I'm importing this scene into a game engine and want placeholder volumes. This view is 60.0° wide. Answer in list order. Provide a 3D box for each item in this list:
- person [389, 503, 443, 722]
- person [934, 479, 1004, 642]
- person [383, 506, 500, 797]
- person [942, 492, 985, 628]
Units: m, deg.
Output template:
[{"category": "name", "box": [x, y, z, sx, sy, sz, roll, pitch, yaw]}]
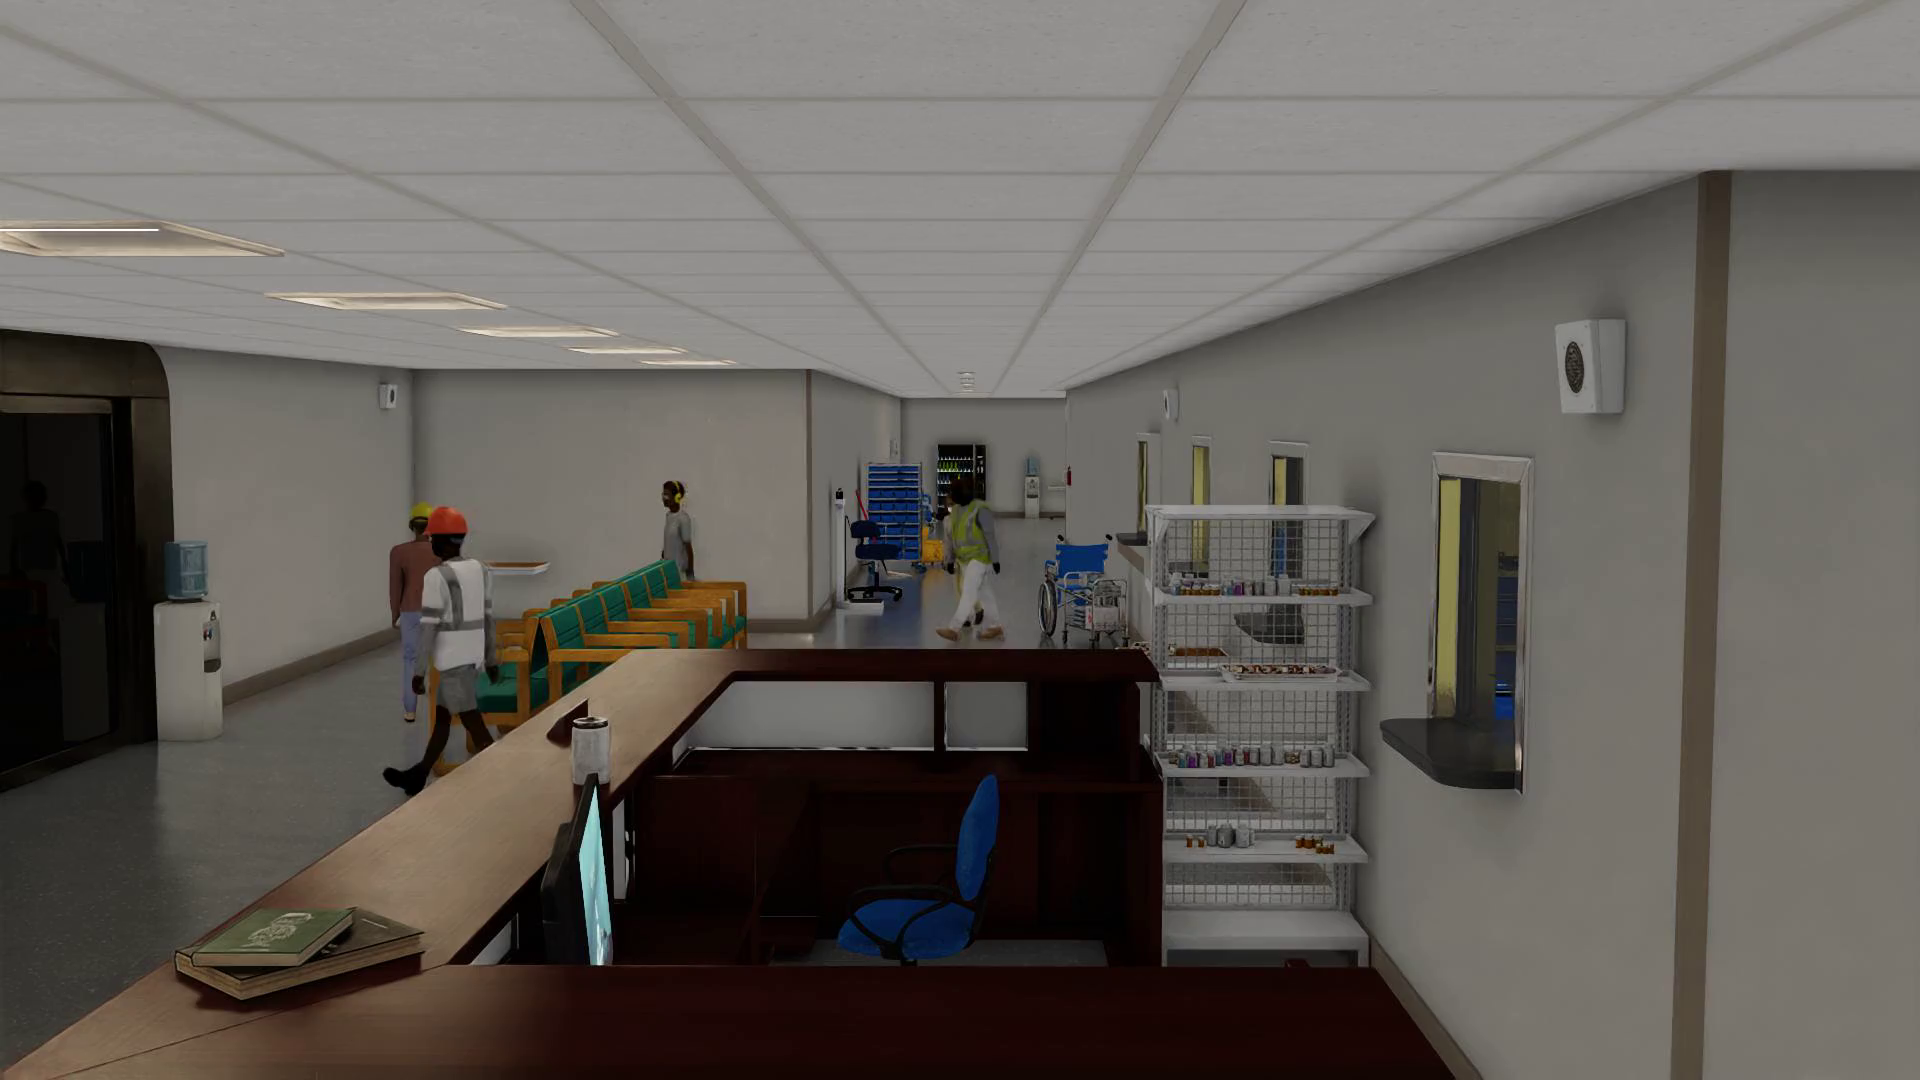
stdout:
[{"category": "person", "box": [-4.316, 0.583, 13.413, 0.535, 1.766, 0.320, -1, 4, -9]}, {"category": "person", "box": [0.100, 0.223, 18.308, 0.987, 1.783, 0.647, -2, 5, -30]}, {"category": "person", "box": [-3.218, 0.734, 10.431, 1.011, 1.882, 0.566, 1, 4, 18]}, {"category": "person", "box": [0.015, 0.234, 19.323, 0.540, 1.607, 0.393, 4, 6, 44]}]
